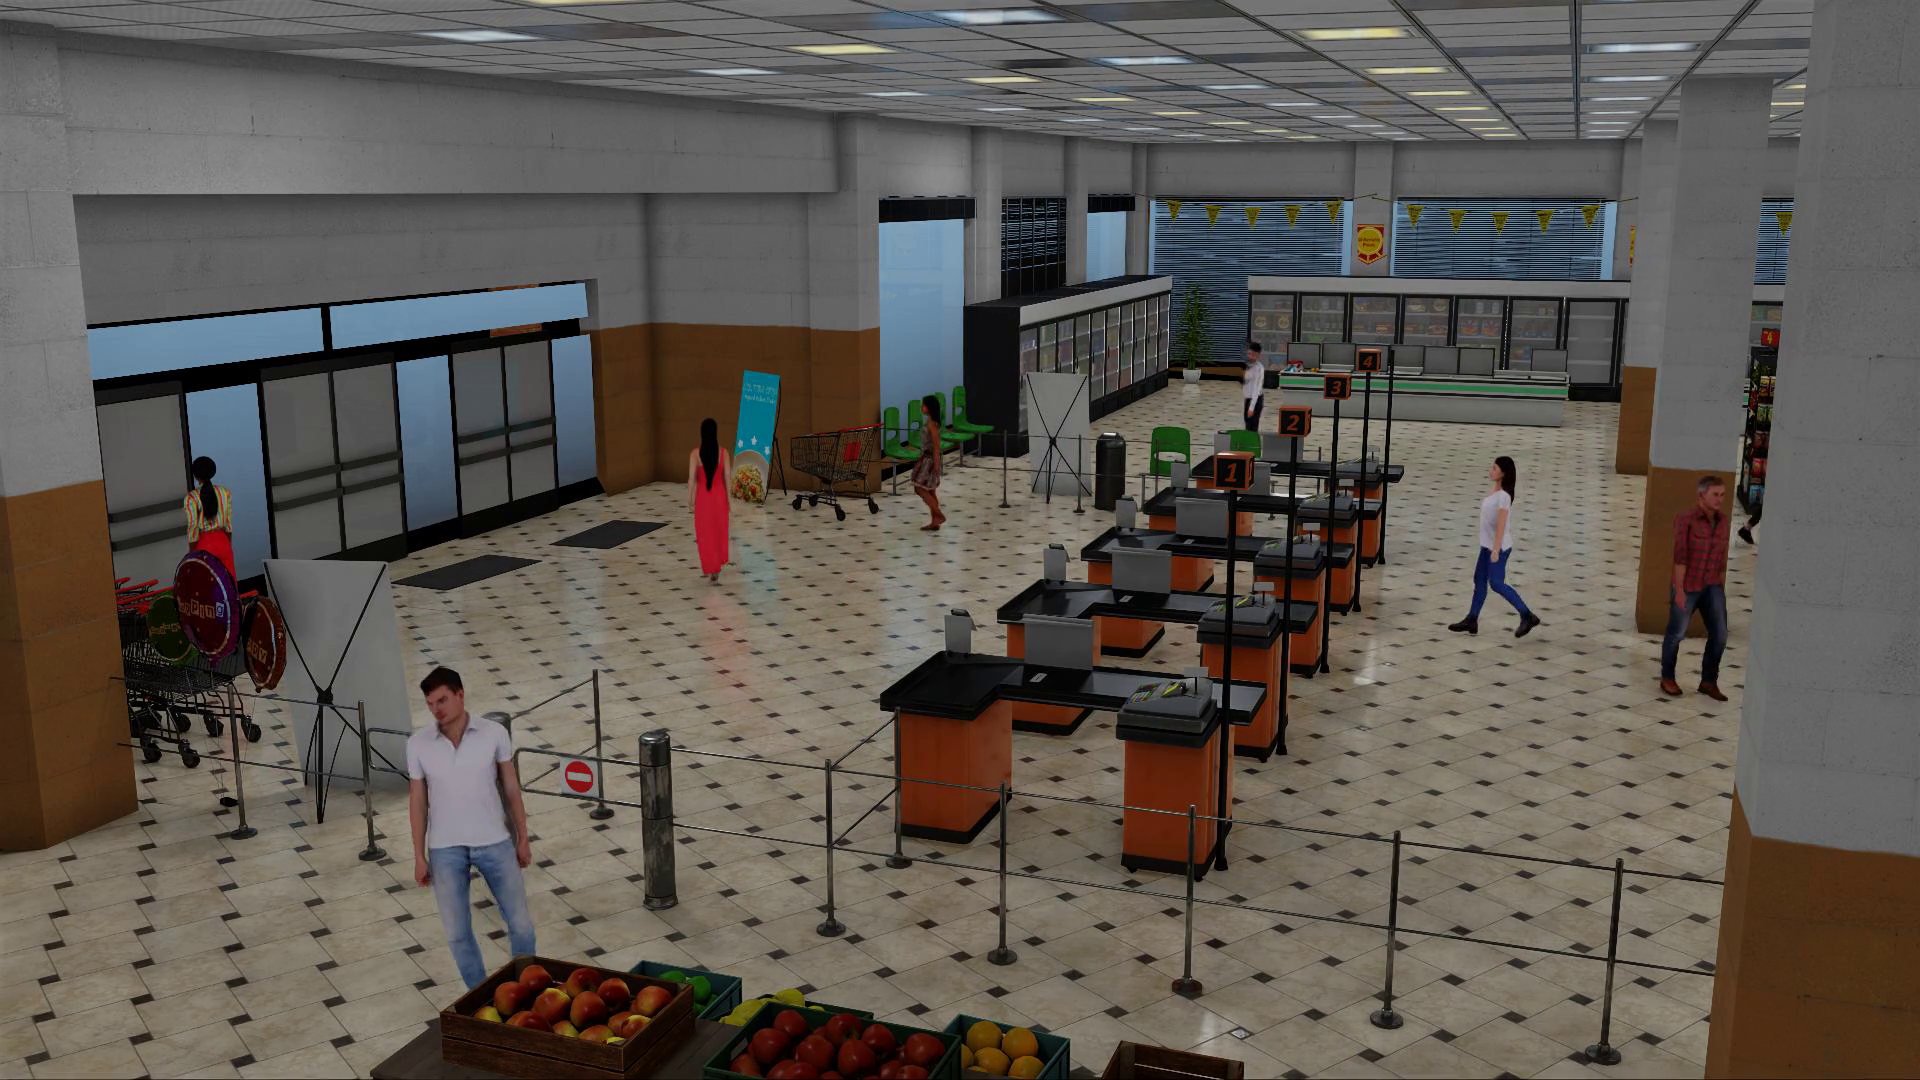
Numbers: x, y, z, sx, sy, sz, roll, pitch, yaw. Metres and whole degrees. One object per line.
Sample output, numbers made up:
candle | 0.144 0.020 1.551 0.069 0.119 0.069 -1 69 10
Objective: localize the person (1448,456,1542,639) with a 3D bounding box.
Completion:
person | 4.923 0.102 15.033 1.042 1.661 0.706 2 12 11

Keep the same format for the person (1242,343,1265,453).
person | 4.359 -2.026 24.702 0.783 1.840 0.917 2 12 8

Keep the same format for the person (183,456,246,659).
person | -6.506 0.153 14.466 0.617 1.793 0.647 9 15 35

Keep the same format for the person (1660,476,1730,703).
person | 5.877 0.366 13.424 0.931 1.807 0.964 -1 12 -7

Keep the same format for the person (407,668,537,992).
person | -2.366 1.485 8.090 0.881 1.815 0.976 -5 13 -21

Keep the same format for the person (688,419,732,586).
person | -2.563 -0.382 17.213 0.886 1.708 0.934 -5 13 -22

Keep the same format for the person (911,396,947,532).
person | -0.274 -0.909 19.895 0.775 1.634 0.756 -1 12 -3
